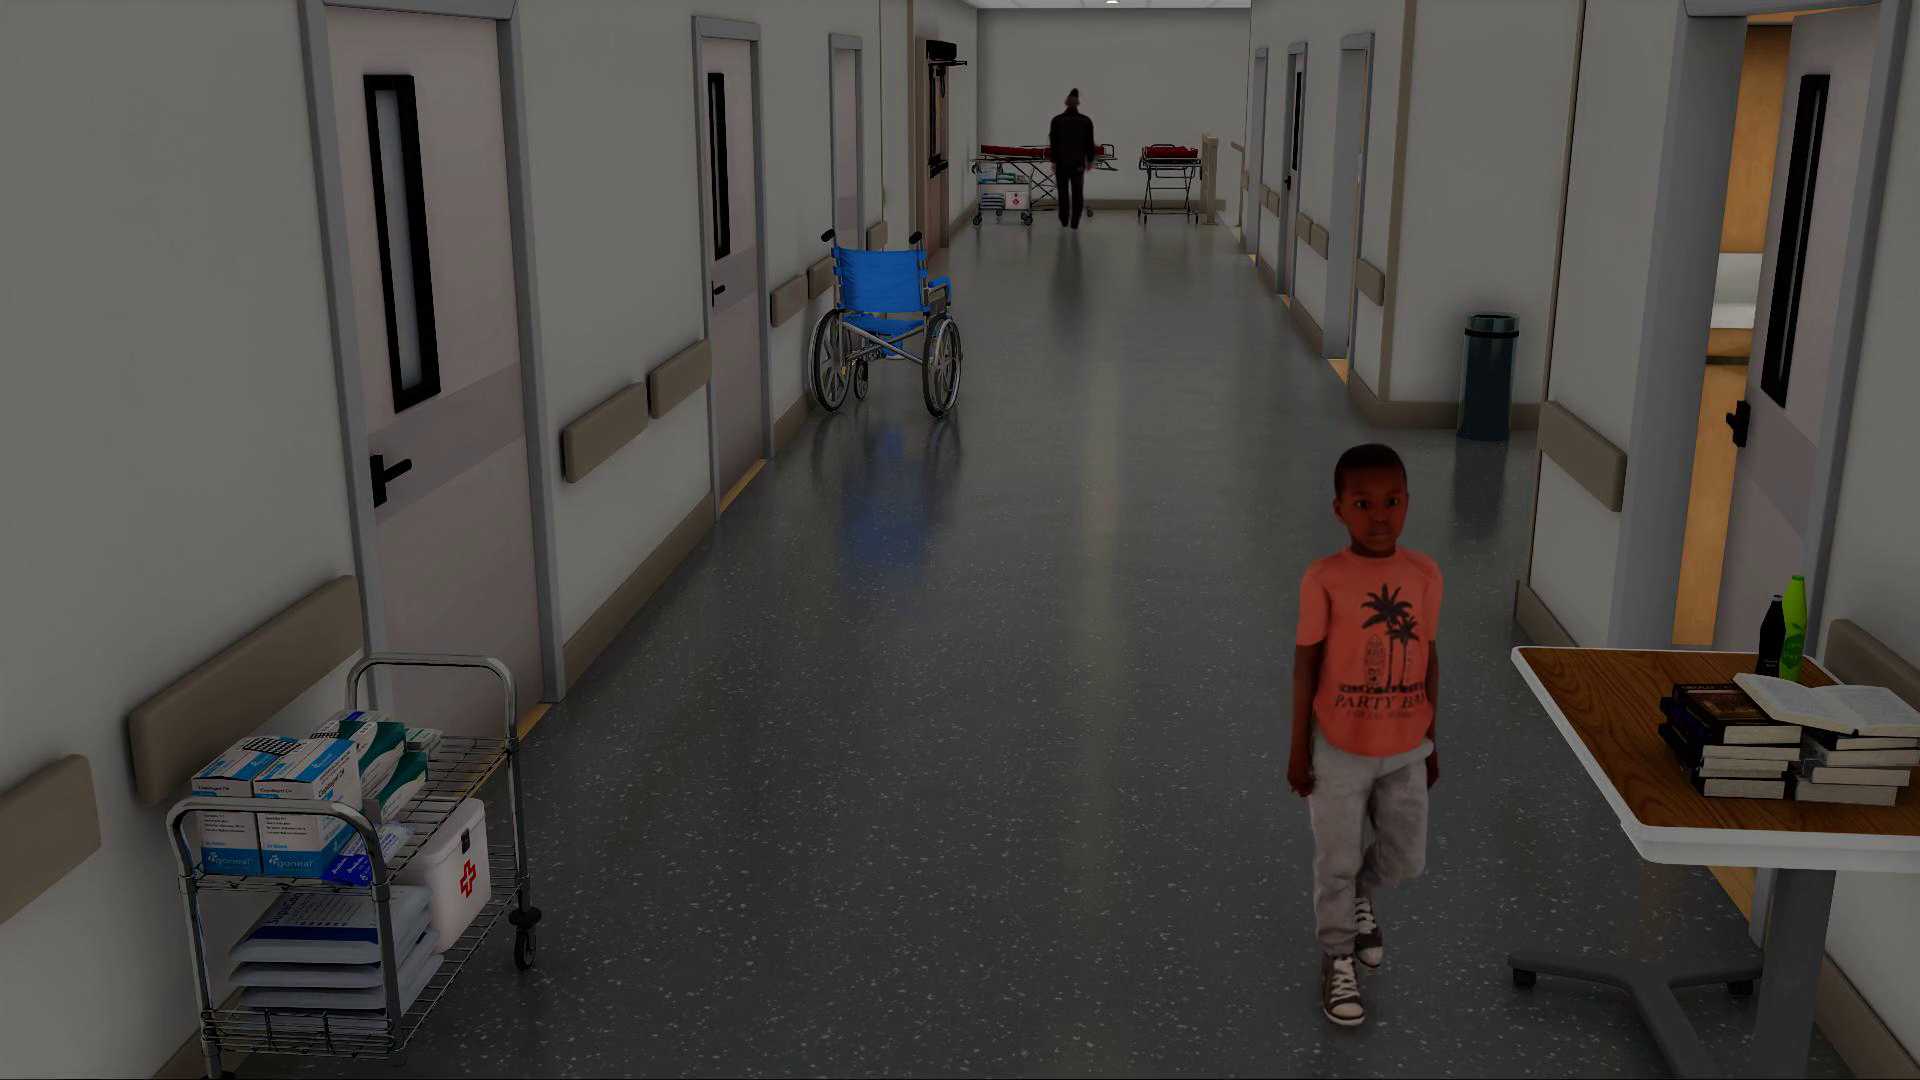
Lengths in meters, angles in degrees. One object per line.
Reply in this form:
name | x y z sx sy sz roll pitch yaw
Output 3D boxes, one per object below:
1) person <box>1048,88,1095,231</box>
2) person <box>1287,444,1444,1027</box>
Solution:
person | 1.490 -5.048 22.160 0.792 1.829 1.135 0 16 2
person | 0.900 0.415 3.751 0.523 1.302 0.638 0 16 -1
